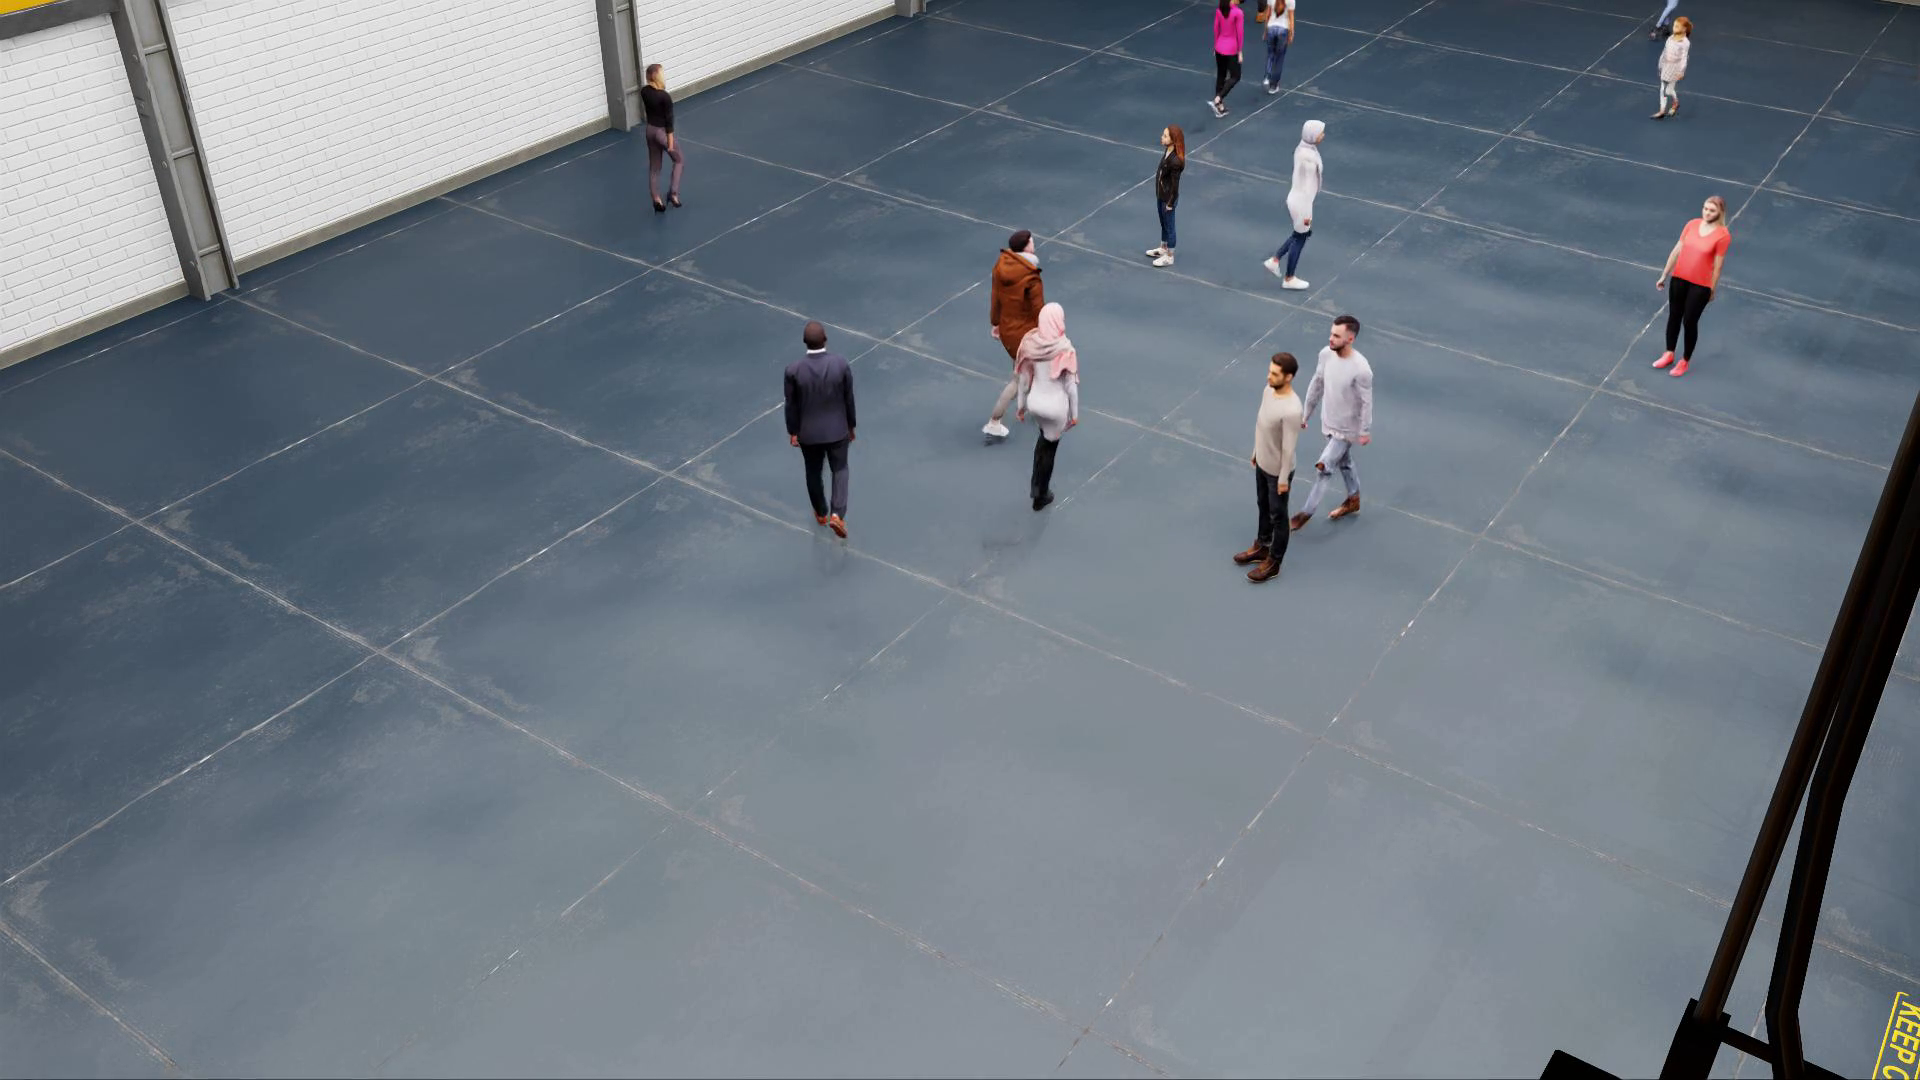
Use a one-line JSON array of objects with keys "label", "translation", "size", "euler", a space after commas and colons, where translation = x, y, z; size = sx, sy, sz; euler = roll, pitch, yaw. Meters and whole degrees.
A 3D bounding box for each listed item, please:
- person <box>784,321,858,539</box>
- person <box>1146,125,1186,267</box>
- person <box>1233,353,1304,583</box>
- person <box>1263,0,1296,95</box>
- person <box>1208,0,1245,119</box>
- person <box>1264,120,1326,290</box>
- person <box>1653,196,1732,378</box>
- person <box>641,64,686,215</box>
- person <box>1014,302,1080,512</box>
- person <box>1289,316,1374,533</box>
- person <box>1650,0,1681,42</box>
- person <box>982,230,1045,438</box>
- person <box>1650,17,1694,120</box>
[{"label": "person", "translation": [-1.044, -0.807, 12.755], "size": [0.999, 1.809, 1.082], "euler": [-2, 34, -3]}, {"label": "person", "translation": [2.159, -3.580, 17.222], "size": [0.695, 1.483, 0.636], "euler": [-6, 34, -8]}, {"label": "person", "translation": [2.342, -0.560, 12.332], "size": [0.767, 1.866, 0.735], "euler": [-10, 35, -15]}, {"label": "person", "translation": [4.125, -6.595, 21.700], "size": [0.556, 1.547, 0.601], "euler": [18, 38, 25]}, {"label": "person", "translation": [3.298, -6.095, 20.817], "size": [0.806, 1.691, 0.675], "euler": [-28, 43, -35]}, {"label": "person", "translation": [3.320, -3.336, 16.600], "size": [0.862, 1.765, 0.801], "euler": [0, 34, 0]}, {"label": "person", "translation": [6.721, -2.357, 15.199], "size": [0.718, 1.686, 0.698], "euler": [-21, 39, -28]}, {"label": "person", "translation": [-3.344, -4.365, 18.246], "size": [0.620, 1.657, 0.632], "euler": [17, 37, 24]}, {"label": "person", "translation": [0.642, -0.990, 13.047], "size": [0.645, 1.792, 0.634], "euler": [19, 38, 26]}, {"label": "person", "translation": [3.024, -0.921, 12.939], "size": [1.219, 1.796, 1.035], "euler": [-16, 37, -22]}, {"label": "person", "translation": [10.224, -7.999, 23.676], "size": [0.849, 1.698, 0.609], "euler": [4, 34, 6]}, {"label": "person", "translation": [0.465, -1.713, 14.126], "size": [1.244, 1.801, 0.958], "euler": [-22, 39, -29]}, {"label": "person", "translation": [9.020, -5.934, 20.930], "size": [0.718, 1.298, 0.662], "euler": [-14, 36, -19]}]
